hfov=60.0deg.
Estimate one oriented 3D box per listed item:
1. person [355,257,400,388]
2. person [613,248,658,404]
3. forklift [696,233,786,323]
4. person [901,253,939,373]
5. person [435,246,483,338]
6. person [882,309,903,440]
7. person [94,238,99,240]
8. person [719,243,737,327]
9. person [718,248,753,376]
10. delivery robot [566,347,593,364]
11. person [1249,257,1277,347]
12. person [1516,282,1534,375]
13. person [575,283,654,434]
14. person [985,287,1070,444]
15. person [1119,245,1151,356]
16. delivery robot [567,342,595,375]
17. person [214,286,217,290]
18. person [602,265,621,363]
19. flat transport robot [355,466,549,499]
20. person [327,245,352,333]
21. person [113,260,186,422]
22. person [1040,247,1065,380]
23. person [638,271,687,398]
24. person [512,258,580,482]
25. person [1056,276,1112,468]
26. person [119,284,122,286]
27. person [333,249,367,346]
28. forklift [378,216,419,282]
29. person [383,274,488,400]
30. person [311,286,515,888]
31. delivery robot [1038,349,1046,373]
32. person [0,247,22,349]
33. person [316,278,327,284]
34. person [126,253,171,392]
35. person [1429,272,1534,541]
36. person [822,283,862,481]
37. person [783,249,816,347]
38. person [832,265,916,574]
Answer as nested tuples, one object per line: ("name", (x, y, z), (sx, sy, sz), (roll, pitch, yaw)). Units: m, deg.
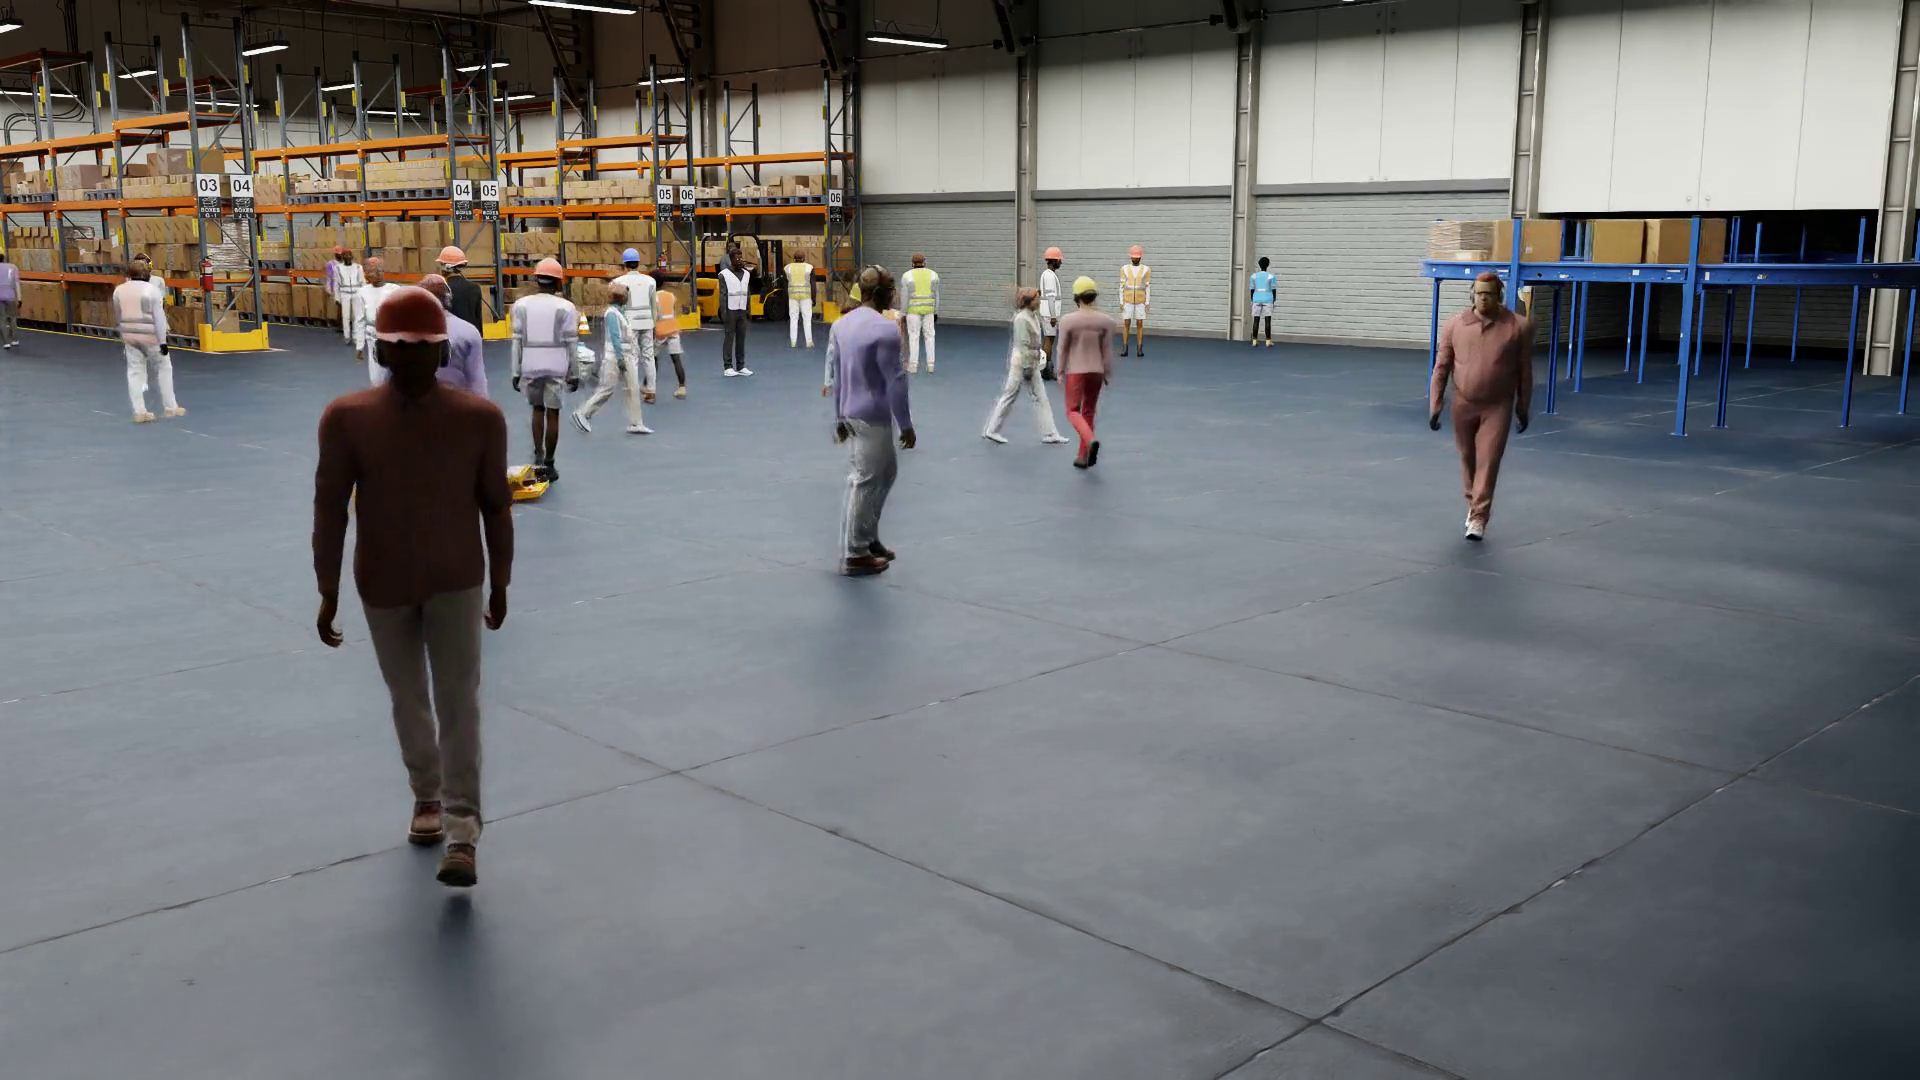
("person", (-6.248, -2.112, 18.029), (0.624, 1.874, 0.410), (2, 11, 12))
("person", (-4.087, -2.685, 20.931), (0.605, 1.944, 0.402), (-8, 13, -39))
("forklift", (-5.496, -6.489, 41.108), (2.313, 2.155, 1.214), (-10, 14, -44))
("person", (-0.626, -3.512, 25.743), (0.619, 1.838, 0.430), (-4, 11, -19))
("person", (-5.169, -2.012, 17.115), (0.371, 1.996, 0.622), (6, 12, 31))
("person", (-0.770, -1.753, 16.713), (0.517, 1.628, 0.438), (-9, 13, -39))
("person", (-20.624, -6.202, 39.845), (0.616, 2.039, 0.387), (-2, 11, -11))
("person", (-5.311, -5.948, 38.754), (0.372, 1.935, 0.627), (9, 14, 41))
("person", (-3.418, -3.452, 25.213), (0.377, 1.914, 0.589), (8, 13, 38))
("delivery robot", (-5.508, -2.614, 23.485), (0.698, 0.223, 0.335), (6, 12, 31))
("person", (5.799, -4.551, 31.786), (0.543, 1.697, 0.317), (5, 12, 27))
("person", (8.543, -3.439, 25.314), (0.347, 1.846, 0.505), (-2, 11, -10))
("person", (-3.719, -1.936, 17.761), (0.767, 1.611, 0.499), (1, 10, 8))
("person", (0.655, -1.768, 16.891), (0.871, 1.593, 0.539), (4, 11, 21))
("person", (3.073, -4.204, 29.249), (0.543, 1.933, 0.369), (1, 10, 6))
("delivery robot", (-5.571, -2.663, 24.465), (0.477, 0.478, 0.707), (-1, 10, -7))
("person", (-21.028, -7.386, 46.646), (0.832, 1.910, 0.662), (-8, 13, -36))
("person", (-5.706, -3.743, 27.564), (0.456, 1.620, 0.525), (-2, 11, -10))
("flat transport robot", (-4.108, -0.466, 13.514), (1.431, 0.197, 0.652), (-1, 10, -7))
("person", (-13.308, -5.401, 35.895), (0.976, 1.882, 0.569), (9, 14, 40))
("person", (-9.290, -2.291, 19.111), (0.654, 1.819, 0.756), (2, 11, 10))
("person", (1.365, -3.343, 24.549), (0.369, 1.935, 0.545), (-1, 10, -3))
("person", (-3.939, -2.694, 21.768), (0.902, 1.637, 0.555), (9, 14, 40))
("person", (-3.571, -1.481, 14.446), (0.567, 1.911, 0.576), (0, 10, 2))
("person", (1.147, -1.499, 14.990), (0.522, 1.752, 0.653), (-3, 11, -18))
("person", (-21.535, -6.724, 43.085), (0.549, 1.888, 0.973), (-8, 13, -36))
("person", (-11.713, -4.666, 32.010), (0.588, 1.836, 0.944), (-5, 12, -27))
("forklift", (-17.868, -9.201, 54.028), (1.873, 2.768, 1.129), (-10, 14, -44))
("person", (-3.470, -0.824, 11.031), (0.682, 1.859, 1.002), (-1, 10, -8))
("person", (-1.792, 0.148, 5.481), (0.620, 1.936, 1.029), (-2, 11, -11))
("delivery robot", (1.082, -2.656, 24.429), (0.477, 0.478, 0.707), (2, 11, 13))
("person", (-17.965, -4.551, 31.241), (0.604, 1.882, 0.940), (-6, 12, -28))
("person", (-19.323, -7.935, 50.405), (0.278, 1.633, 0.497), (4, 11, 20))
("person", (-11.017, -2.948, 22.569), (0.538, 1.869, 0.312), (-3, 11, -16))
("person", (3.662, -0.951, 11.736), (0.666, 1.853, 1.016), (5, 12, 27))
("person", (-0.895, -1.325, 14.128), (0.519, 1.706, 0.690), (2, 11, 12))
("person", (-3.039, -4.595, 31.627), (0.634, 1.841, 0.429), (1, 10, 3))
("person", (-0.512, -0.753, 10.463), (0.599, 1.919, 0.626), (-5, 12, -27))
